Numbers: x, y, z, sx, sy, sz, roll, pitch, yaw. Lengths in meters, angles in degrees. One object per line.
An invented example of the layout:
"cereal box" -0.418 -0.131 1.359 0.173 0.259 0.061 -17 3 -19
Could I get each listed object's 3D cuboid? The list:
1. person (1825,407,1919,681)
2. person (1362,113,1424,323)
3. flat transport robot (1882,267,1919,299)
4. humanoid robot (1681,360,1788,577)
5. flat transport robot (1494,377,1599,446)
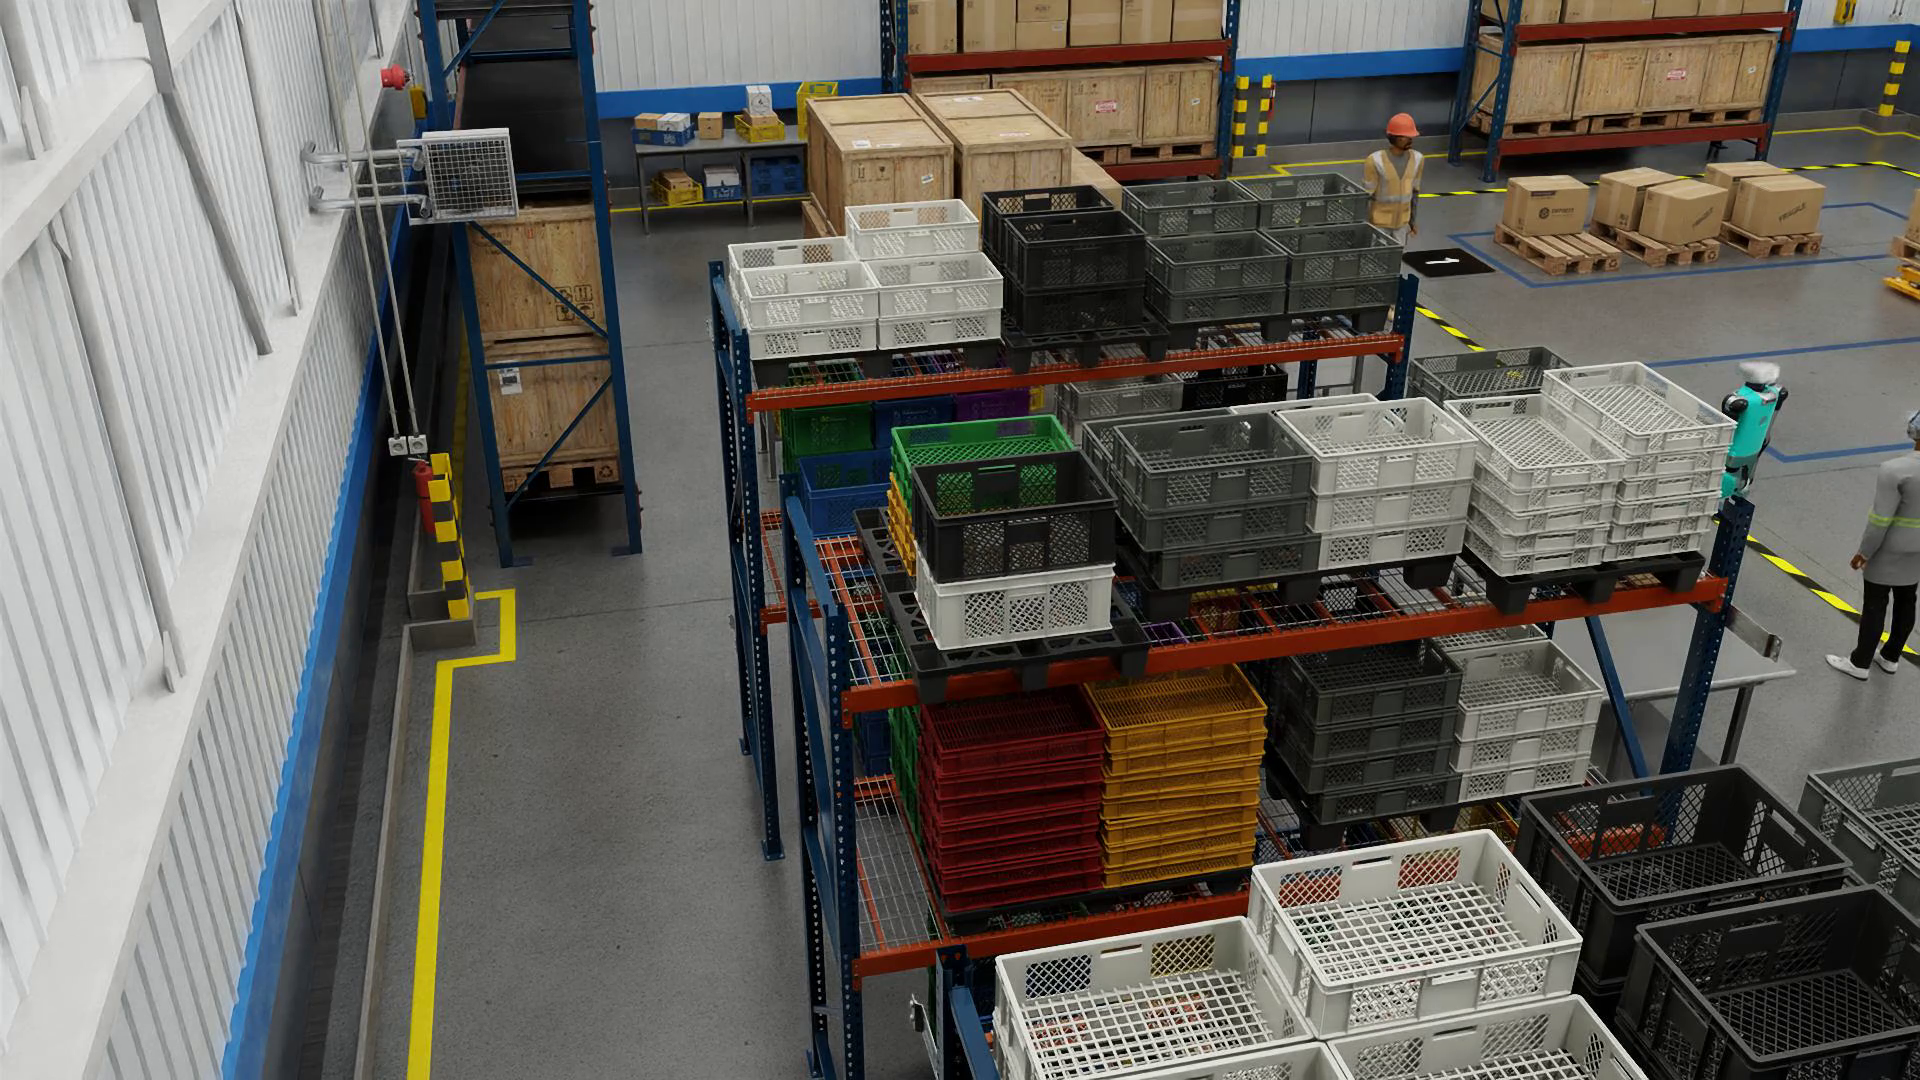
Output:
"person" 5.813 0.013 10.327 0.588 1.850 0.396 -7 29 -12
"person" 4.128 -3.065 15.958 0.613 2.043 0.370 -7 29 -13
"flat transport robot" 10.342 -2.674 17.090 1.431 0.197 0.652 -6 28 -12
"humanoid robot" 5.035 -0.489 11.256 0.533 1.677 0.735 -15 31 -26
"flat transport robot" 4.780 -1.036 14.013 0.659 0.231 1.431 -6 28 -12
